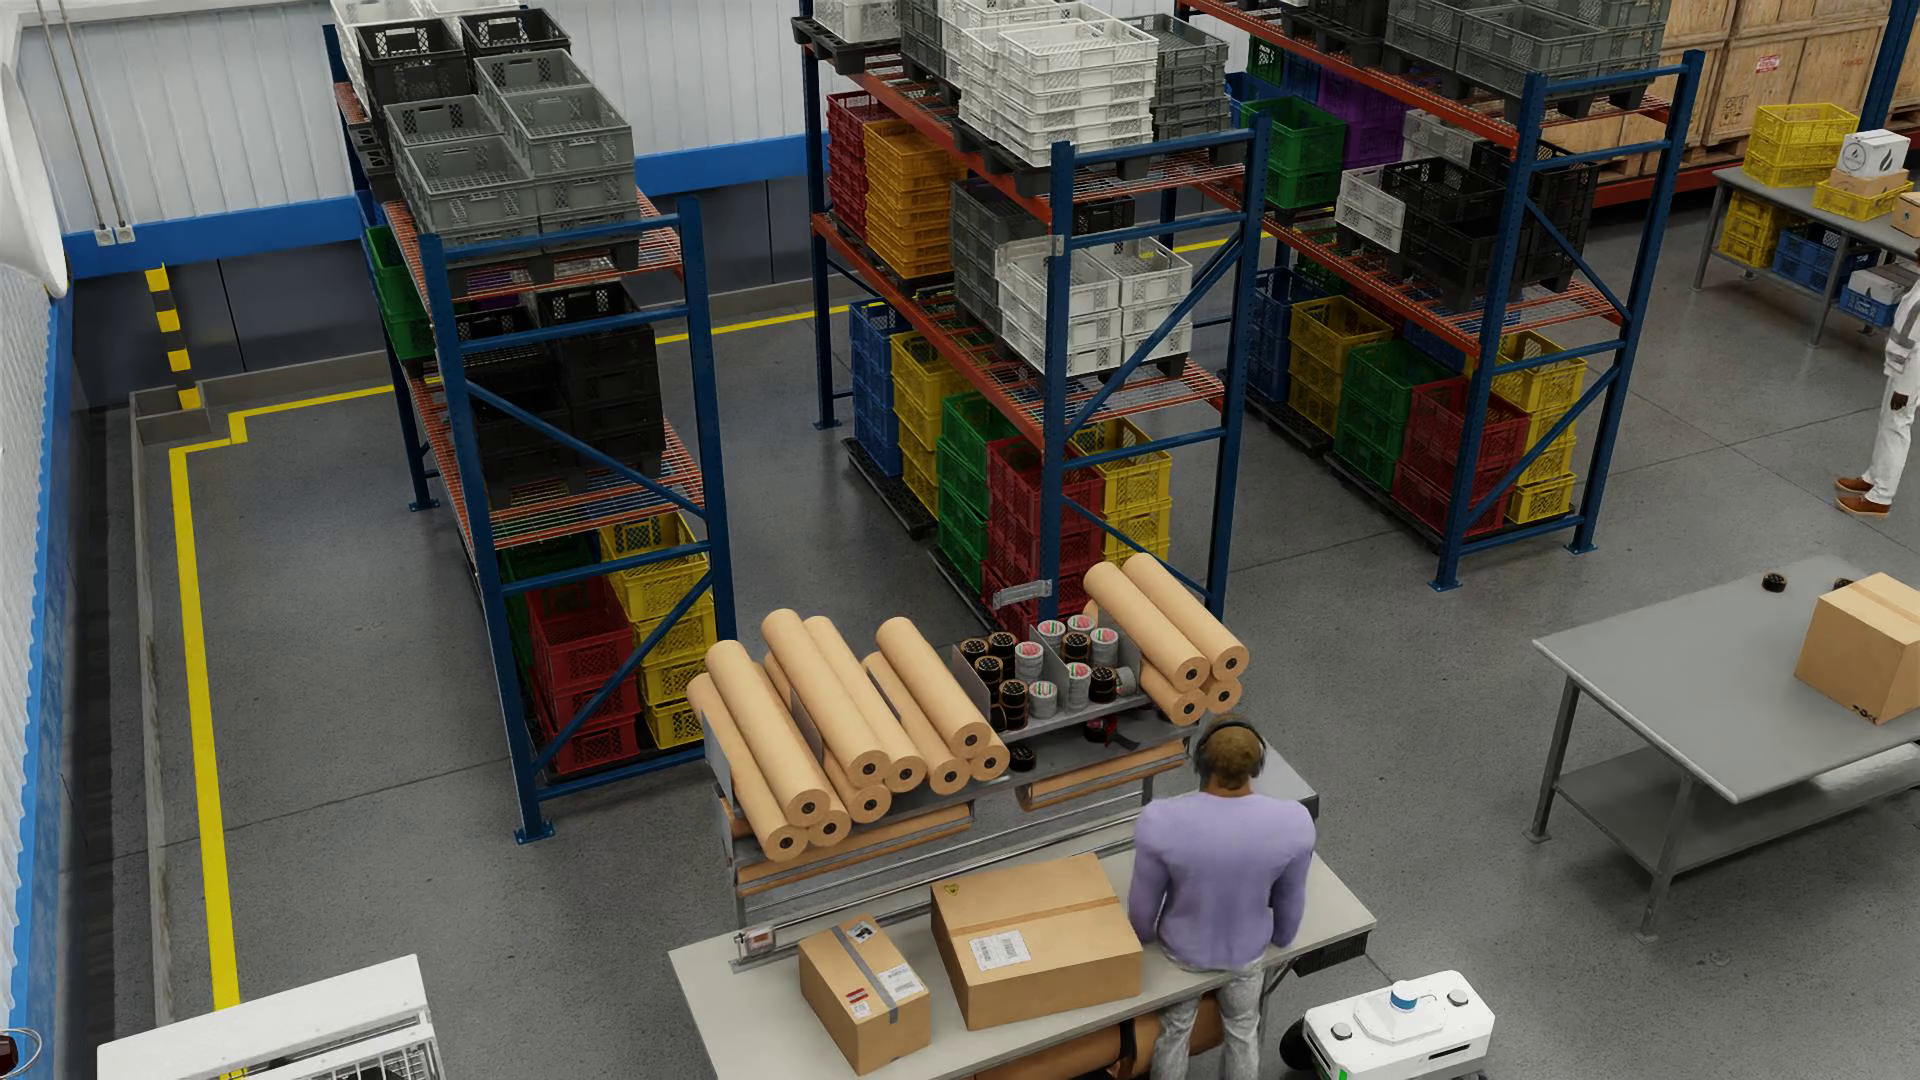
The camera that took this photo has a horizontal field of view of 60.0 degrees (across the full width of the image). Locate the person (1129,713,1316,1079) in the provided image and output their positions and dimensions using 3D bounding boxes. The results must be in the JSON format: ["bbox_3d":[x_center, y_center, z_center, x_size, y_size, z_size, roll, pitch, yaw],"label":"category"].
[{"bbox_3d":[0.921,1.445,6.030,0.631,1.932,0.371,1,32,1],"label":"person"}]

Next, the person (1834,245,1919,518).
[{"bbox_3d":[5.750,-1.028,10.096,0.354,1.879,0.566,14,34,21],"label":"person"}]

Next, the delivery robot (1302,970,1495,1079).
[{"bbox_3d":[1.702,1.920,6.471,0.707,0.478,0.477,-10,33,-16],"label":"delivery robot"}]
